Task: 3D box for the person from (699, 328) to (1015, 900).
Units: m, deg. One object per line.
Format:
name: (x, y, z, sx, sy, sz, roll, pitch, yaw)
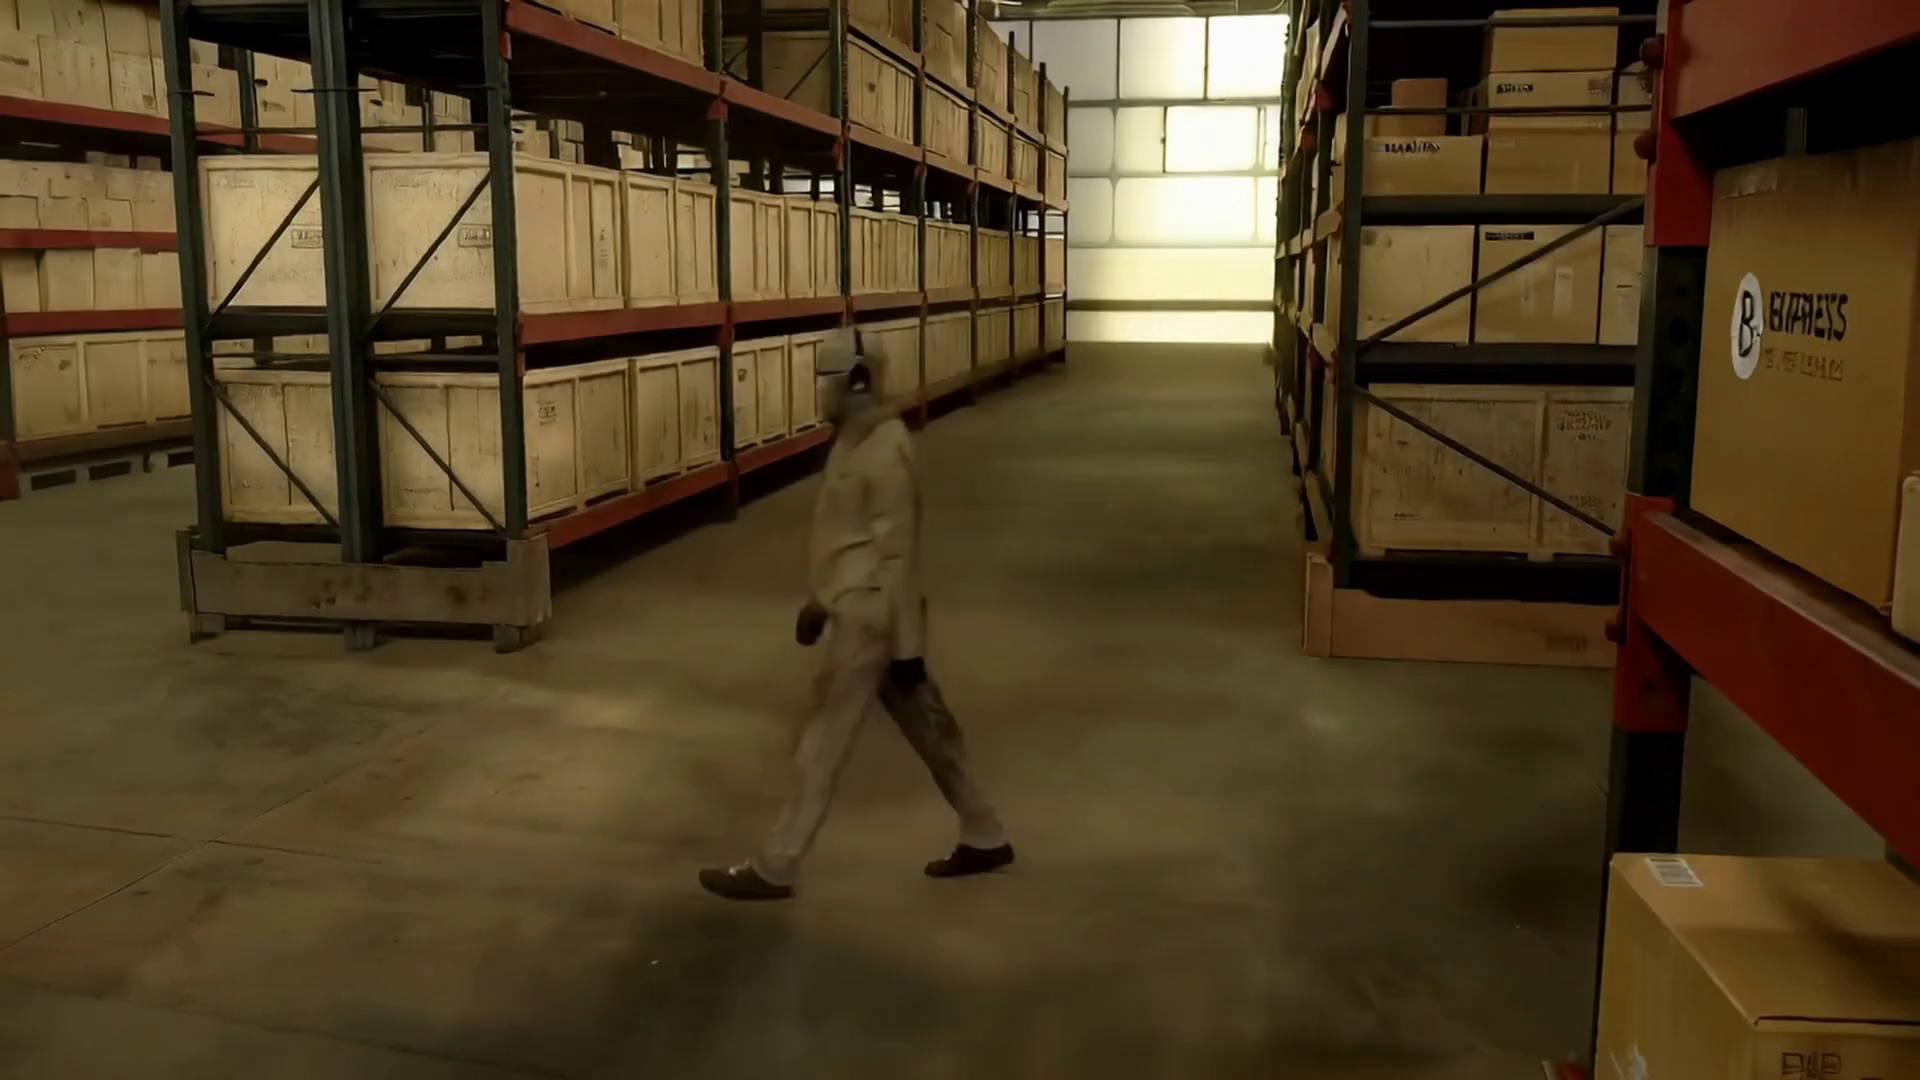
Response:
person: (-0.293, 0.242, 5.393, 1.039, 1.852, 0.648, 0, 9, -3)
